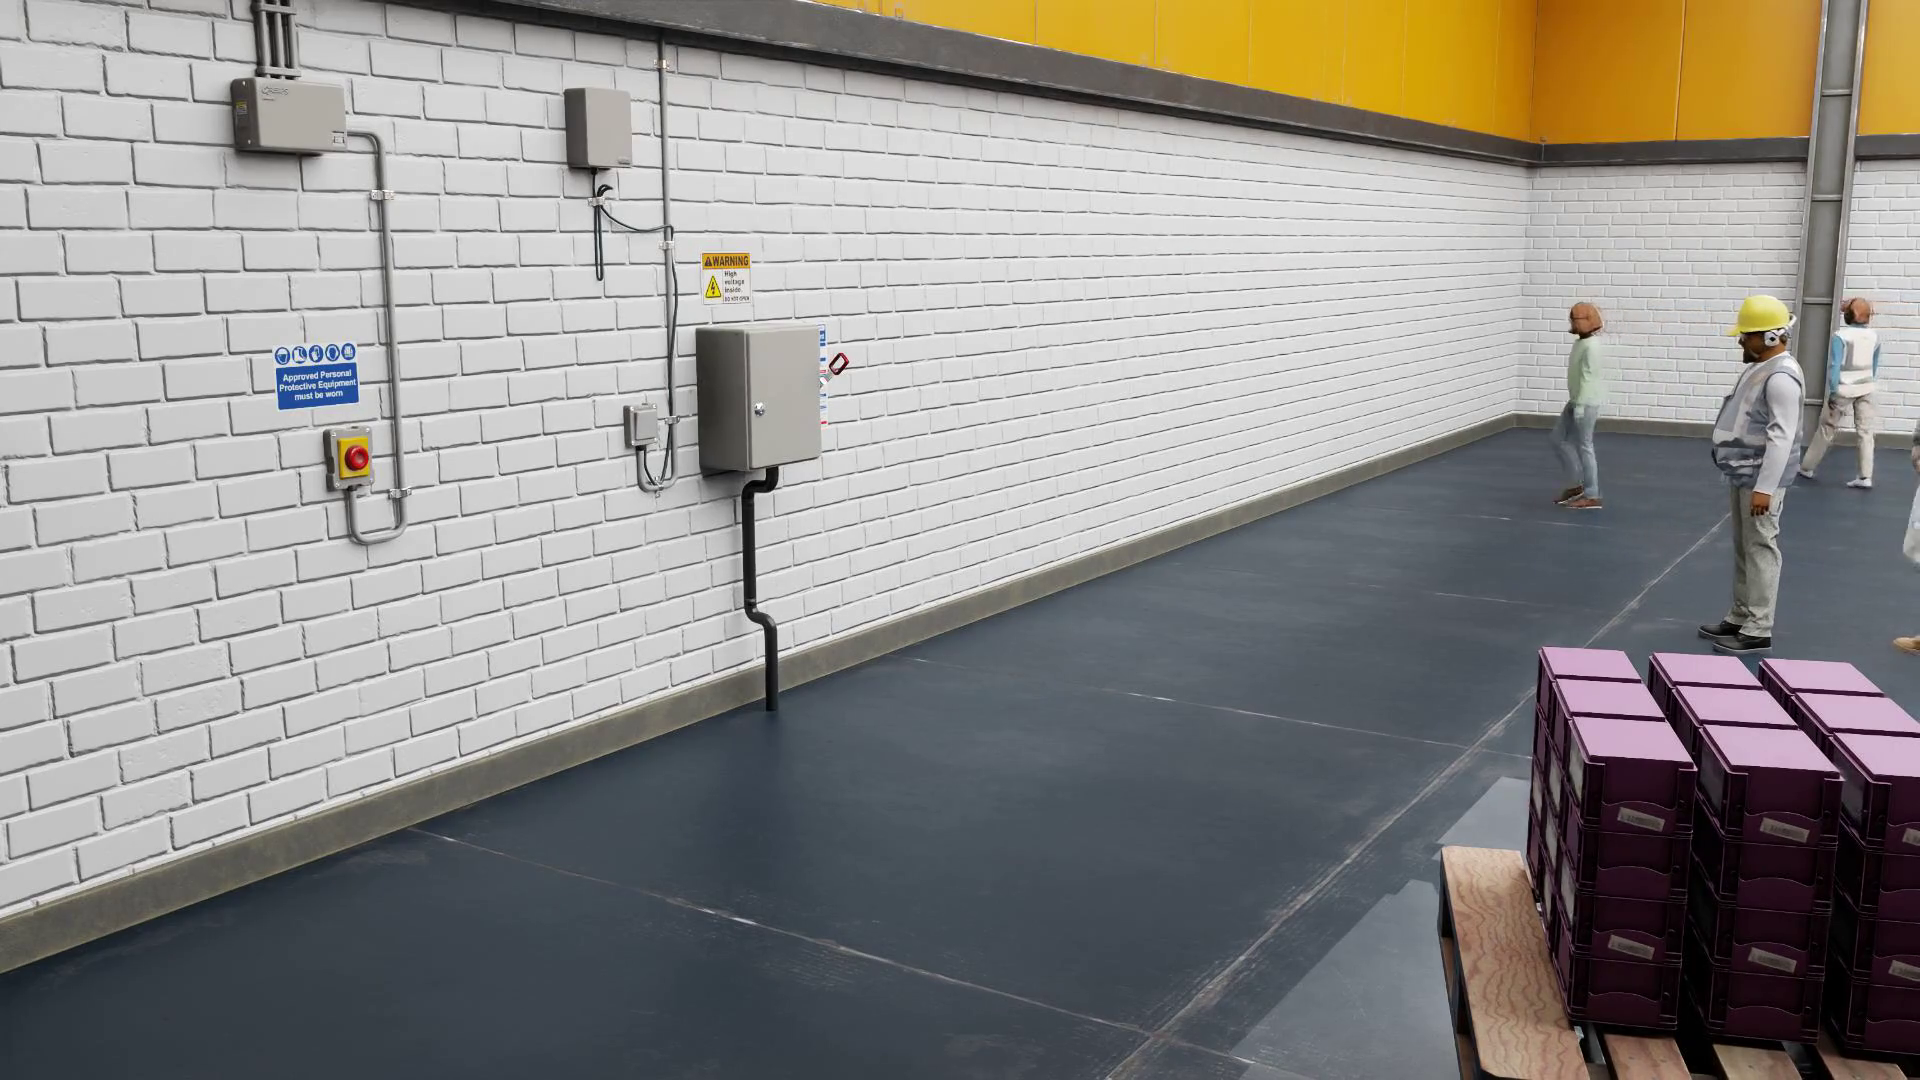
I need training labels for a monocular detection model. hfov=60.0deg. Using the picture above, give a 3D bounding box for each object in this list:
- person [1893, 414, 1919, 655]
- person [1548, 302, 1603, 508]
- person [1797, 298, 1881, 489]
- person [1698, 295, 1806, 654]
[{"bbox_3d":[5.006,-0.278,8.242,0.667,1.814,0.558,-7,13,-35],"label":"person"},{"bbox_3d":[4.843,-1.050,13.052,0.447,1.616,0.536,1,10,7],"label":"person"},{"bbox_3d":[7.559,-1.263,14.250,0.544,1.597,0.839,-2,11,-14],"label":"person"},{"bbox_3d":[4.053,-0.330,8.497,0.403,1.826,0.586,2,10,13],"label":"person"}]
